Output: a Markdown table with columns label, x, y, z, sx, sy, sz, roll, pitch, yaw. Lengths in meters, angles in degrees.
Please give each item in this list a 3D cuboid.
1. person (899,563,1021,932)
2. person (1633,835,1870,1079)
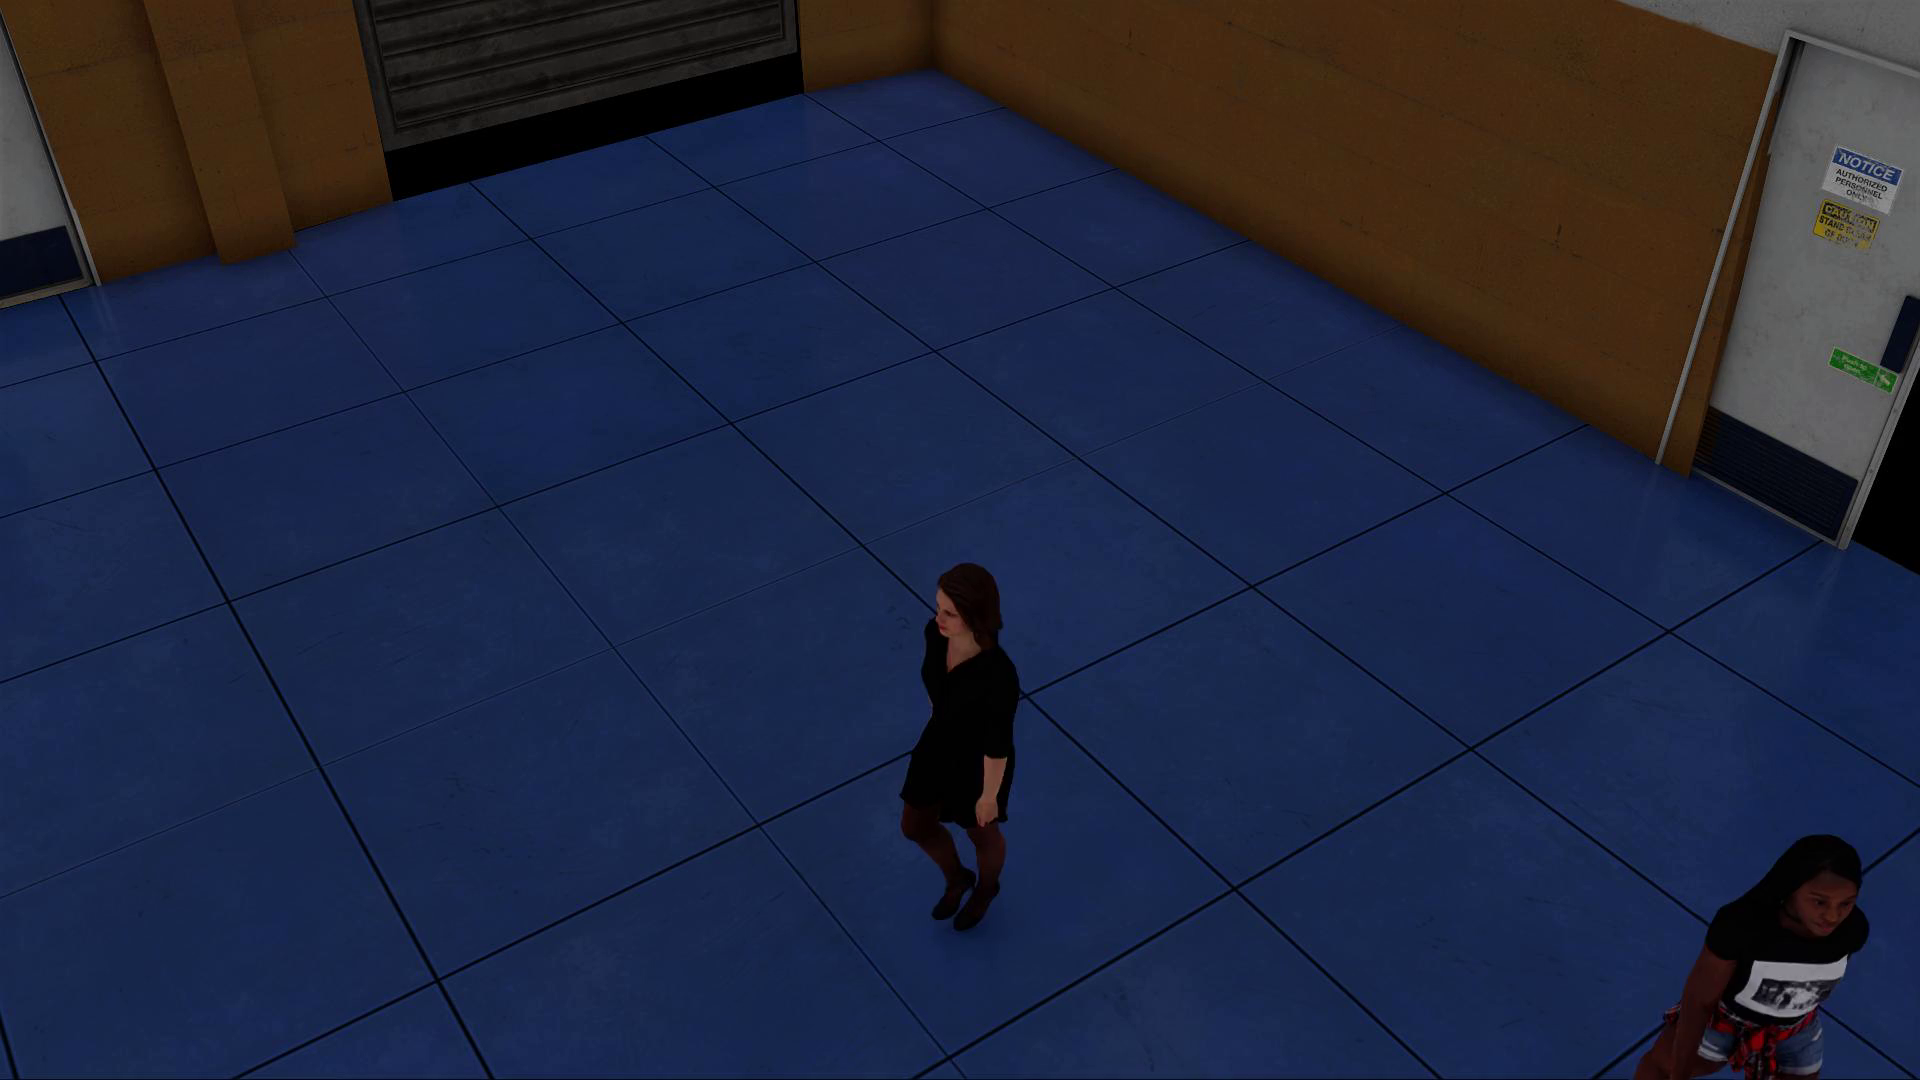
| label | x | y | z | sx | sy | sz | roll | pitch | yaw |
| --- | --- | --- | --- | --- | --- | --- | --- | --- | --- |
| person | 0.092 | 0.727 | 5.754 | 0.608 | 1.694 | 0.620 | -27 | 45 | -31 |
| person | 2.235 | 1.406 | 4.879 | 1.172 | 1.674 | 1.114 | 0 | 37 | 0 |
